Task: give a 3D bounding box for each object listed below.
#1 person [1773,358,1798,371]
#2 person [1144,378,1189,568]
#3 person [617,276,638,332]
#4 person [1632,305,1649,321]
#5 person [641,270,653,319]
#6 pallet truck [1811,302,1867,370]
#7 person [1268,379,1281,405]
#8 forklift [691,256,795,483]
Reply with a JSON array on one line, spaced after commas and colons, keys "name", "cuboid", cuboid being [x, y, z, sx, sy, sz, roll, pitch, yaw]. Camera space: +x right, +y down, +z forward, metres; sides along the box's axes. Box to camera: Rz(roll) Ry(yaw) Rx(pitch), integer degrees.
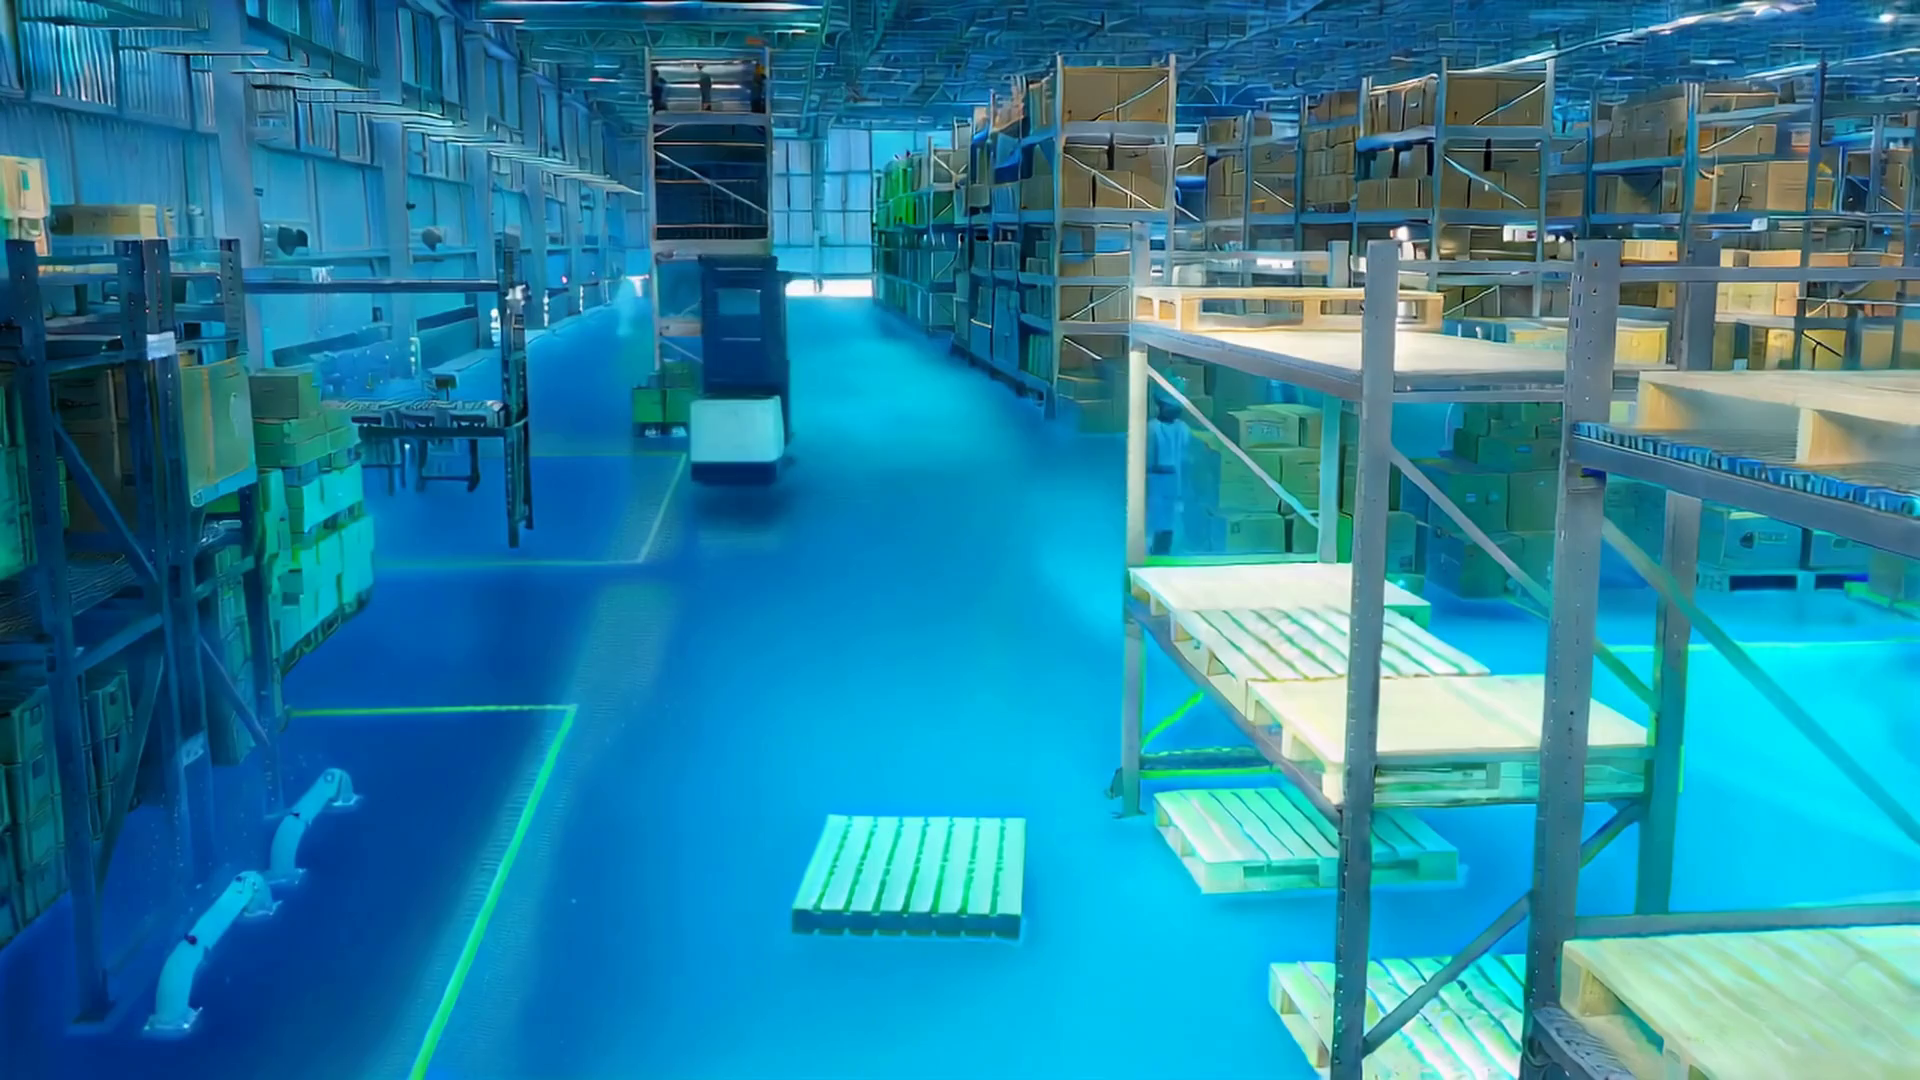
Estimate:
[{"name": "person", "cuboid": [8.575, -1.009, 17.532, 0.953, 1.792, 0.646, -2, 11, -13]}, {"name": "person", "cuboid": [1.675, -0.375, 13.683, 0.570, 1.915, 0.423, -7, 12, -34]}, {"name": "person", "cuboid": [-10.982, -7.786, 54.922, 0.652, 1.856, 0.994, -5, 11, -26]}, {"name": "person", "cuboid": [12.542, -3.414, 30.767, 0.430, 1.836, 0.638, 1, 10, 3]}, {"name": "person", "cuboid": [-12.093, -9.524, 64.444, 0.399, 1.895, 0.656, 8, 13, 37]}, {"name": "pallet truck", "cuboid": [15.846, -3.142, 28.793, 1.885, 1.965, 0.823, 2, 10, 12]}, {"name": "person", "cuboid": [5.355, -2.925, 28.421, 0.317, 1.695, 0.540, 0, 10, 0]}, {"name": "forklift", "cuboid": [-2.779, -2.203, 21.139, 1.129, 2.768, 1.873, 0, 10, 1]}]
